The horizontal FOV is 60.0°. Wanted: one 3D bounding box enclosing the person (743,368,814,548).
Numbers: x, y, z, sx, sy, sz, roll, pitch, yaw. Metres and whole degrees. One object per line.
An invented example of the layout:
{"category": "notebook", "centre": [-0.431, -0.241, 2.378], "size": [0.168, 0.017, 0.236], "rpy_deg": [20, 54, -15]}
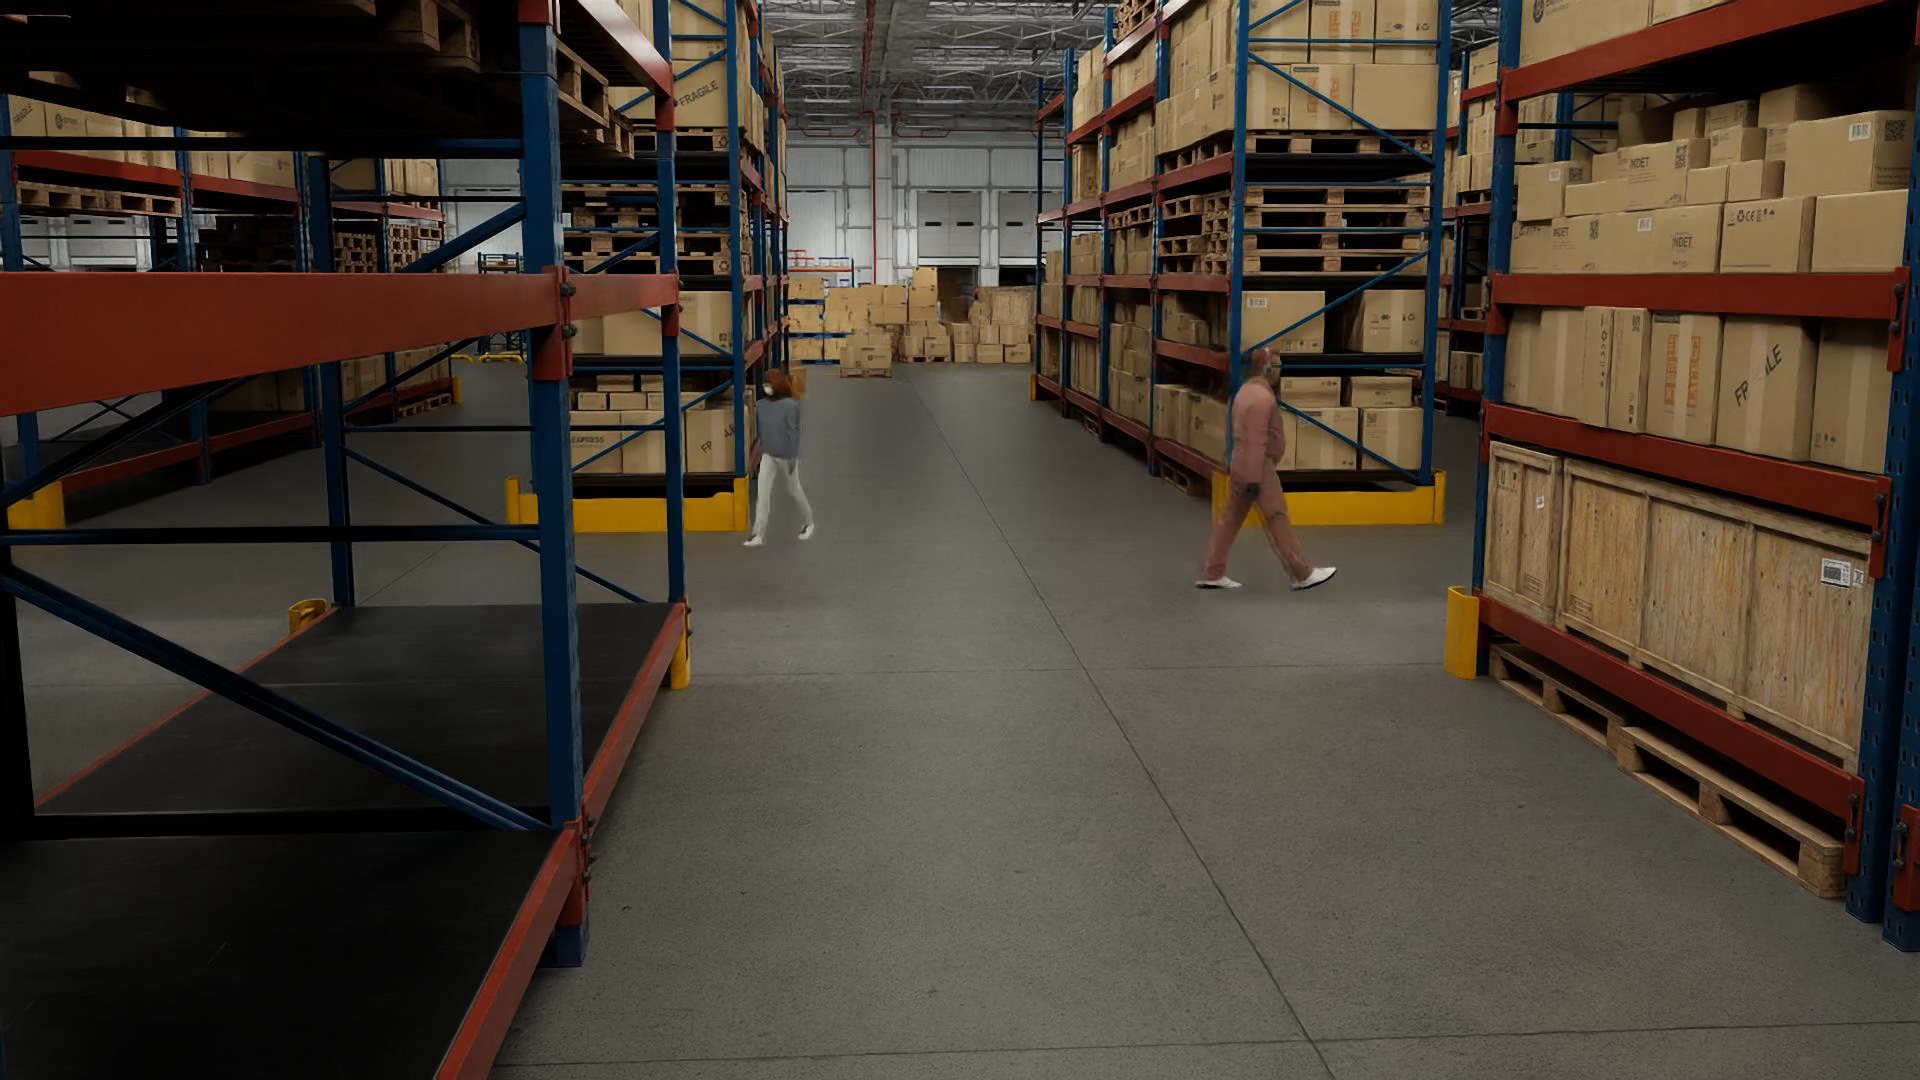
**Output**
{"category": "person", "centre": [-1.604, -0.752, 14.917], "size": [0.507, 1.584, 0.880], "rpy_deg": [5, 10, 28]}

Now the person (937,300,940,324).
{"category": "person", "centre": [-0.829, -7.592, 57.022], "size": [0.816, 1.863, 0.578], "rpy_deg": [-5, 10, -29]}

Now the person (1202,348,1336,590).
{"category": "person", "centre": [2.340, -0.524, 12.635], "size": [1.019, 1.851, 0.670], "rpy_deg": [-1, 9, -6]}

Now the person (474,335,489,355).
{"category": "person", "centre": [-14.398, -6.476, 50.033], "size": [0.508, 1.846, 0.342], "rpy_deg": [2, 9, 13]}

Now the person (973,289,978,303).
{"category": "person", "centre": [0.596, -7.444, 55.847], "size": [0.383, 1.934, 0.548], "rpy_deg": [-4, 10, -22]}
